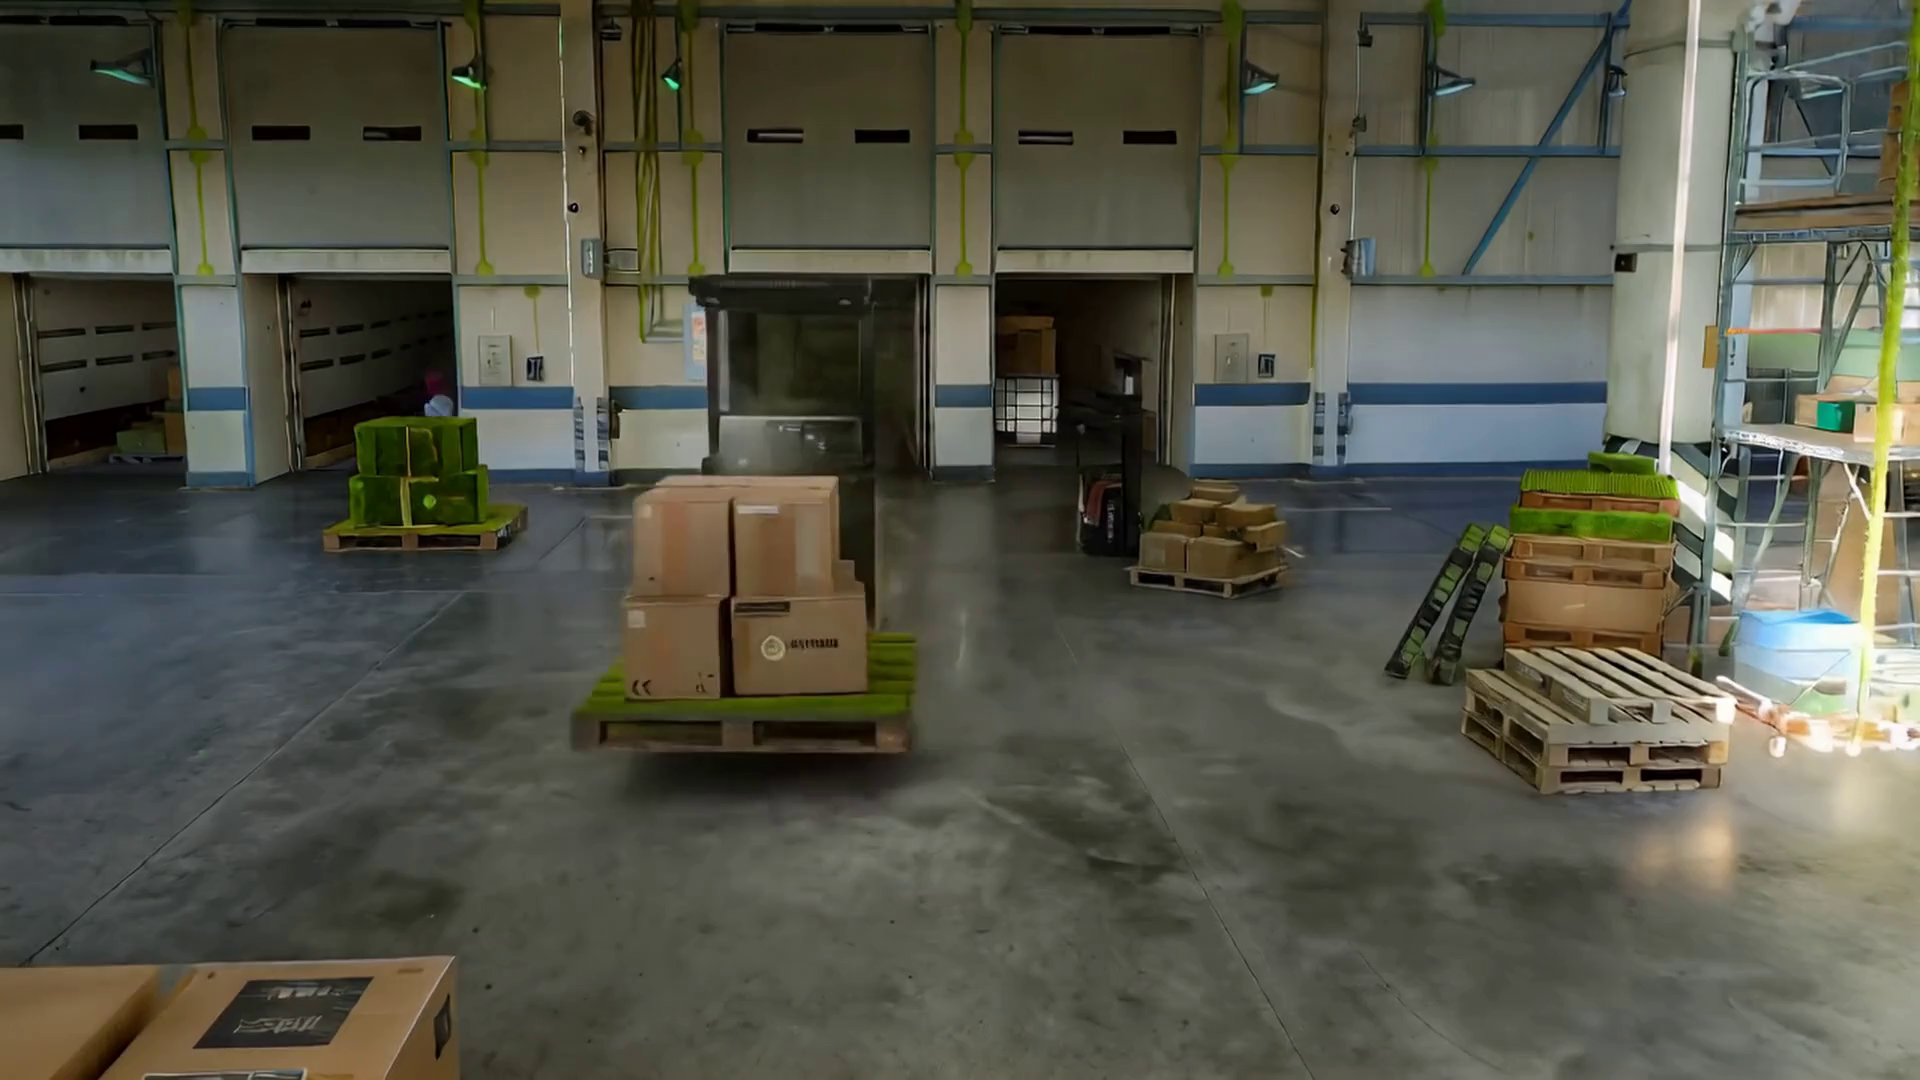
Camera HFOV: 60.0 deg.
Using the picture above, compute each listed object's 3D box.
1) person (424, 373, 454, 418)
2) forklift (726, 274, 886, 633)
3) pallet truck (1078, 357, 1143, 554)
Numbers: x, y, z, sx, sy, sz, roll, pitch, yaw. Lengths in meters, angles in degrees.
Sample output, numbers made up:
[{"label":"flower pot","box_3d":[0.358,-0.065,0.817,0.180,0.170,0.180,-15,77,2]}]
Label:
[{"label":"person","box_3d":[-6.047,-1.132,19.597,0.588,1.686,0.541,1,9,9]},{"label":"forklift","box_3d":[-1.104,-0.413,11.340,1.129,2.768,1.873,0,9,0]},{"label":"pallet truck","box_3d":[2.088,-0.836,16.757,1.885,1.965,0.823,2,9,13]}]
